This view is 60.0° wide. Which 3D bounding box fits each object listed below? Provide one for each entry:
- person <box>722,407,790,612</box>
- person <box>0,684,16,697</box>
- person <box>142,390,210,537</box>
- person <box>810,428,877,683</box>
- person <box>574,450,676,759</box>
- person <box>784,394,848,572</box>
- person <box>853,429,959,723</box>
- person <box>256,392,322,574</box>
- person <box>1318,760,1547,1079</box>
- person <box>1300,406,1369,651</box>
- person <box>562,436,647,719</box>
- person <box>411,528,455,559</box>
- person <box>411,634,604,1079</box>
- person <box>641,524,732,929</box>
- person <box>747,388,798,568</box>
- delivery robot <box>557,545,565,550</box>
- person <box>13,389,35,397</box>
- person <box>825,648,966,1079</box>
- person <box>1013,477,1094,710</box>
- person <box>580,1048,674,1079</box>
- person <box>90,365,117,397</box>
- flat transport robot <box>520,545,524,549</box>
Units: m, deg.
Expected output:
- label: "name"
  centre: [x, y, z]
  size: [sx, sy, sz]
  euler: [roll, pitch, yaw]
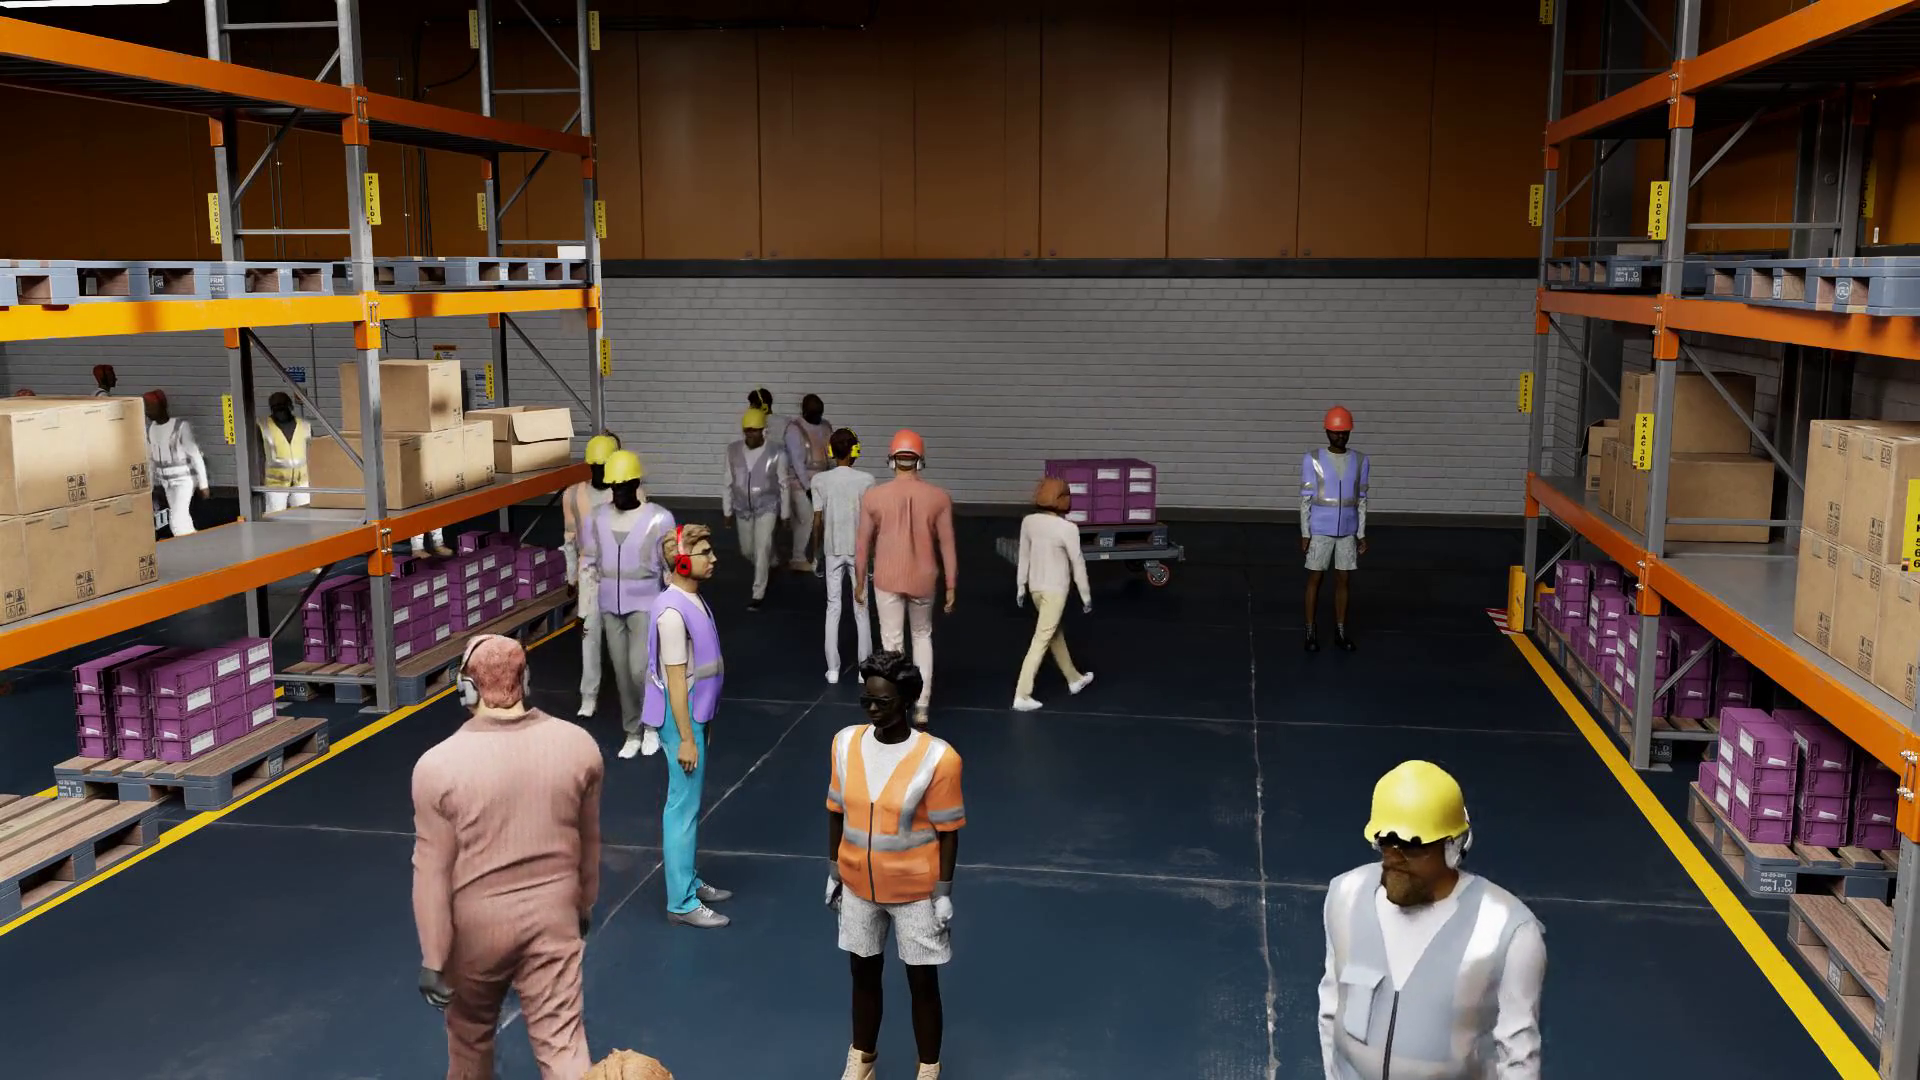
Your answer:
- label: "person"
  centre: [-1.799, -0.304, 14.857]
  size: [0.596, 1.799, 0.793]
  euler: [2, 9, 11]
- label: "person"
  centre: [-6.957, 0.200, 11.395]
  size: [0.625, 1.918, 0.664]
  euler: [6, 11, 32]
- label: "person"
  centre: [-7.562, -0.525, 16.040]
  size: [0.592, 1.853, 0.568]
  euler: [5, 10, 27]
- label: "person"
  centre: [-0.829, 0.116, 12.080]
  size: [0.520, 1.865, 0.327]
  euler: [1, 9, 3]
- label: "person"
  centre: [-2.038, 0.402, 10.157]
  size: [0.603, 1.910, 0.427]
  euler: [2, 9, 14]
- label: "person"
  centre: [-1.425, -0.543, 16.404]
  size: [0.674, 1.786, 0.672]
  euler: [8, 12, 41]
- label: "person"
  centre: [-0.364, 0.266, 10.825]
  size: [0.651, 1.967, 0.654]
  euler: [-2, 9, -10]
- label: "person"
  centre: [-6.705, -0.579, 16.535]
  size: [0.633, 1.813, 0.827]
  euler: [-8, 12, -41]
- label: "person"
  centre: [1.204, 1.416, 4.239]
  size: [0.595, 1.813, 0.757]
  euler: [7, 12, 38]
- label: "person"
  centre: [2.945, -0.083, 13.080]
  size: [0.542, 1.938, 0.358]
  euler: [-1, 9, -4]
- label: "person"
  centre: [-2.416, 0.222, 11.386]
  size: [0.604, 1.883, 0.901]
  euler: [0, 9, -1]
- label: "person"
  centre: [-5.530, -0.724, 17.324]
  size: [0.430, 1.844, 0.624]
  euler: [5, 10, 28]
- label: "person"
  centre: [-1.434, 1.221, 5.339]
  size: [0.647, 1.853, 1.031]
  euler: [-6, 11, -34]
- label: "person"
  centre: [-1.260, 0.841, 7.648]
  size: [0.389, 1.850, 0.565]
  euler: [-1, 9, -4]
- label: "person"
  centre: [-1.863, -0.616, 16.722]
  size: [0.560, 1.829, 0.426]
  euler: [-7, 11, -36]
- label: "delivery robot"
  centre: [-3.529, 0.119, 15.798]
  size: [0.477, 0.478, 0.707]
  euler: [2, 9, 14]
- label: "person"
  centre: [-8.579, -0.445, 15.400]
  size: [0.637, 1.911, 0.403]
  euler: [-7, 11, -36]
- label: "person"
  centre: [-0.242, 1.211, 5.837]
  size: [0.529, 1.697, 0.321]
  euler: [4, 10, 25]
- label: "person"
  centre: [0.663, 0.353, 11.452]
  size: [0.877, 1.579, 0.524]
  euler: [-8, 12, -42]
- label: "person"
  centre: [-0.586, 1.700, 3.013]
  size: [0.499, 1.633, 0.285]
  euler: [-1, 9, -6]
- label: "person"
  centre: [-10.111, -1.136, 19.744]
  size: [0.355, 1.883, 0.572]
  euler: [-7, 12, -37]
- label: "flat transport robot"
  centre: [-4.481, 0.217, 16.353]
  size: [0.652, 0.197, 1.431]
  euler: [-4, 10, -25]
